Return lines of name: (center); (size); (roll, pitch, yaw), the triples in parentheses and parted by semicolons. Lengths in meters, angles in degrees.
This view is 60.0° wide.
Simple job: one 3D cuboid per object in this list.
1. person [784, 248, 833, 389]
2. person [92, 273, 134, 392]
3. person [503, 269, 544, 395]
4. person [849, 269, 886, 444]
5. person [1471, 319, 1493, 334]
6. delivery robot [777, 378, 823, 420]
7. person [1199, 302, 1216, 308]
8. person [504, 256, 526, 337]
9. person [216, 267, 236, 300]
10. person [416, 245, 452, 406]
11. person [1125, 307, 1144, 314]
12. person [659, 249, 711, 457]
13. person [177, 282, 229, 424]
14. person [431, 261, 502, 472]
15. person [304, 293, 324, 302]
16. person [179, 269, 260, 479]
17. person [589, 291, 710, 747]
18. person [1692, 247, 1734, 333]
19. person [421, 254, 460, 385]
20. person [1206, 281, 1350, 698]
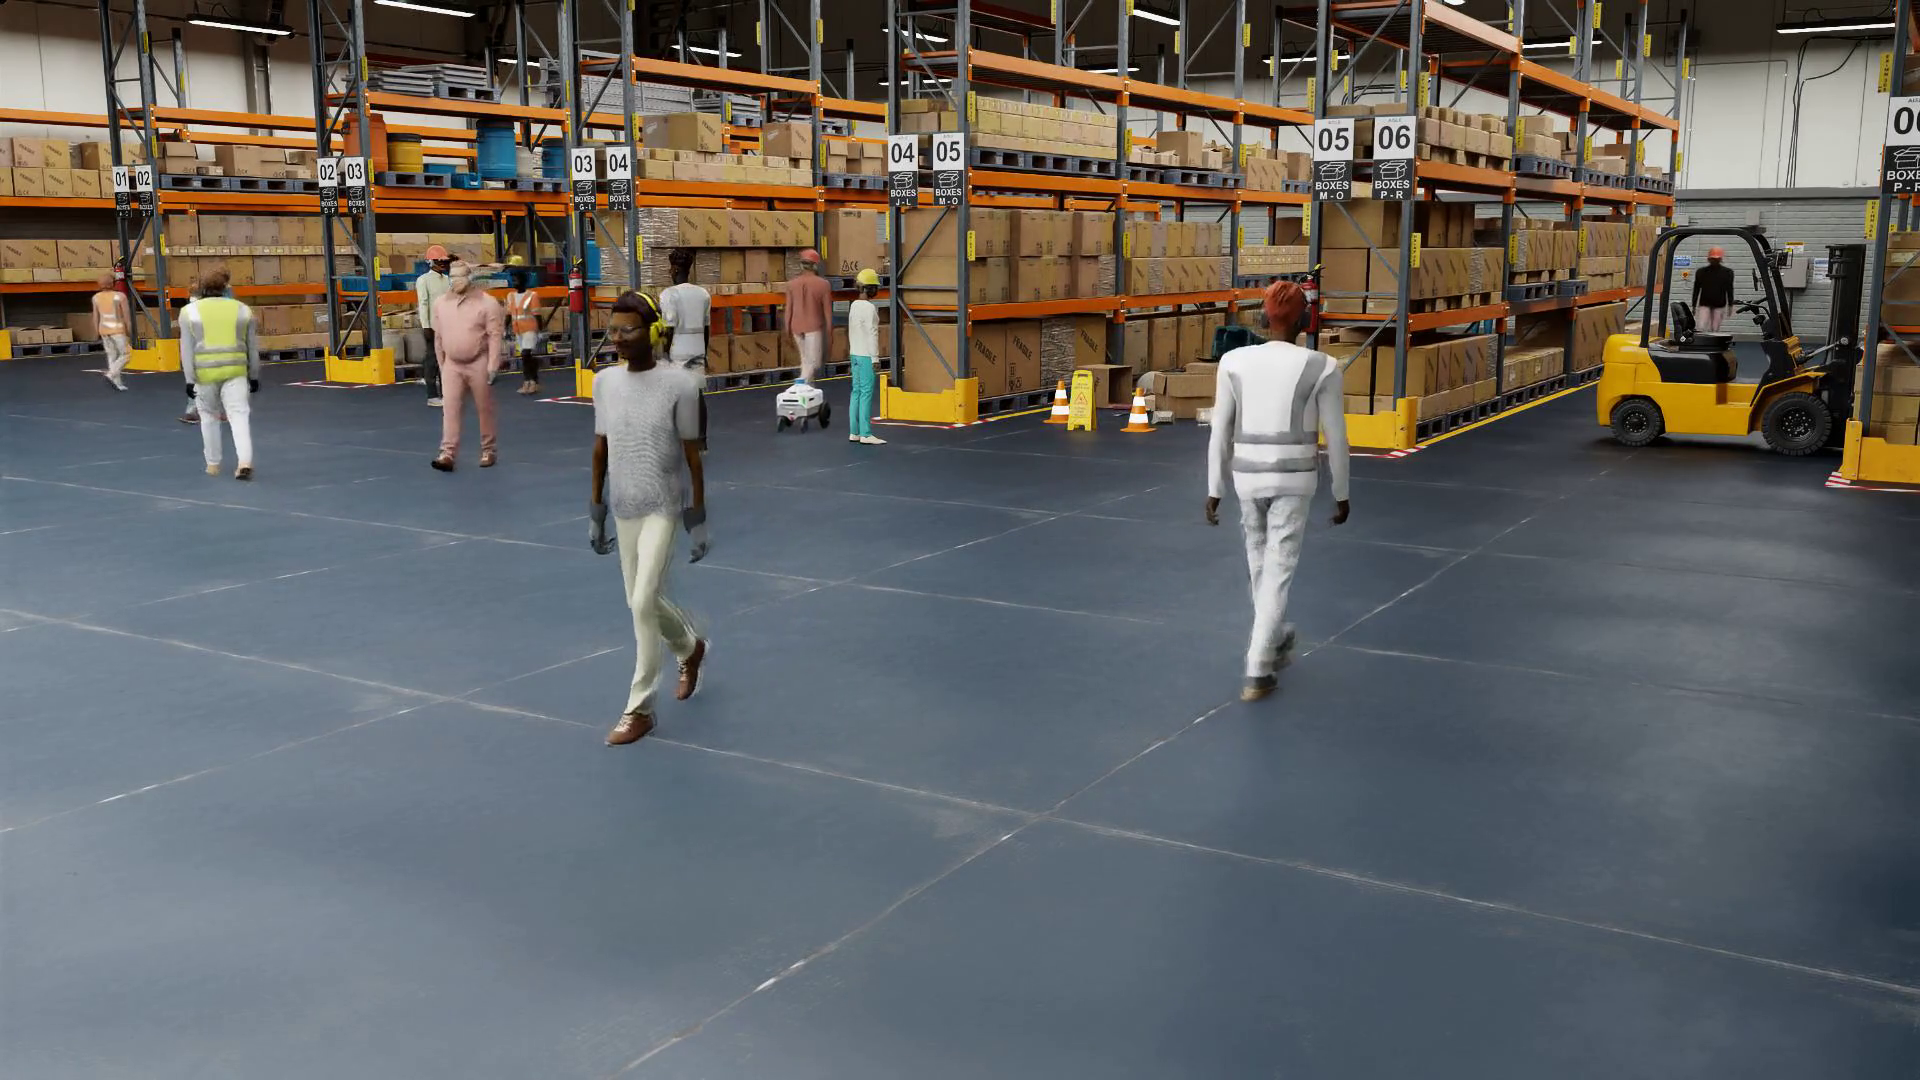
person: (-1.900, -2.622, 20.576); (0.626, 1.966, 0.863); (4, 11, 23)
person: (-11.493, -2.805, 22.537); (0.535, 1.623, 0.503); (2, 10, 8)
person: (-5.844, -2.749, 22.115); (0.537, 1.666, 0.739); (6, 12, 30)
person: (-0.939, -1.850, 16.827); (0.325, 1.765, 0.534); (-5, 11, -26)
person: (9.051, -4.013, 28.729); (0.563, 1.839, 0.393); (2, 10, 12)
delivery robot: (-1.739, -1.517, 18.083); (0.477, 0.478, 0.707); (2, 10, 12)
person: (5.528, -5.679, 37.497); (0.535, 2.000, 0.687); (9, 14, 42)
person: (-7.555, -3.972, 28.603); (0.598, 1.803, 0.766); (5, 11, 26)
person: (-11.713, -3.525, 26.548); (0.514, 1.645, 0.309); (7, 12, 34)
person: (-6.500, -2.671, 20.778); (0.382, 1.995, 0.612); (4, 11, 21)
person: (3.224, -4.551, 31.469); (0.635, 1.939, 0.367); (6, 12, 31)
person: (-2.621, -1.768, 15.797); (0.361, 1.964, 0.614); (7, 12, 35)
person: (-8.484, -2.091, 18.640); (0.520, 1.585, 0.796); (5, 11, 25)
person: (-4.394, -1.534, 14.770); (0.660, 1.855, 0.976); (1, 10, 5)
person: (-12.029, -4.392, 31.062); (0.533, 1.767, 0.326); (8, 13, 39)
person: (-6.353, -1.423, 14.331); (0.634, 1.809, 0.922); (-7, 12, -33)
person: (-1.289, -0.128, 6.996); (0.526, 1.843, 0.873); (4, 11, 21)
person: (12.666, -3.945, 28.019); (0.647, 1.953, 0.897); (5, 11, 25)
person: (-7.262, -3.133, 23.742); (1.008, 1.874, 0.611); (-5, 11, -26)
person: (1.499, -0.248, 7.628); (0.609, 1.839, 0.923); (6, 12, 30)
